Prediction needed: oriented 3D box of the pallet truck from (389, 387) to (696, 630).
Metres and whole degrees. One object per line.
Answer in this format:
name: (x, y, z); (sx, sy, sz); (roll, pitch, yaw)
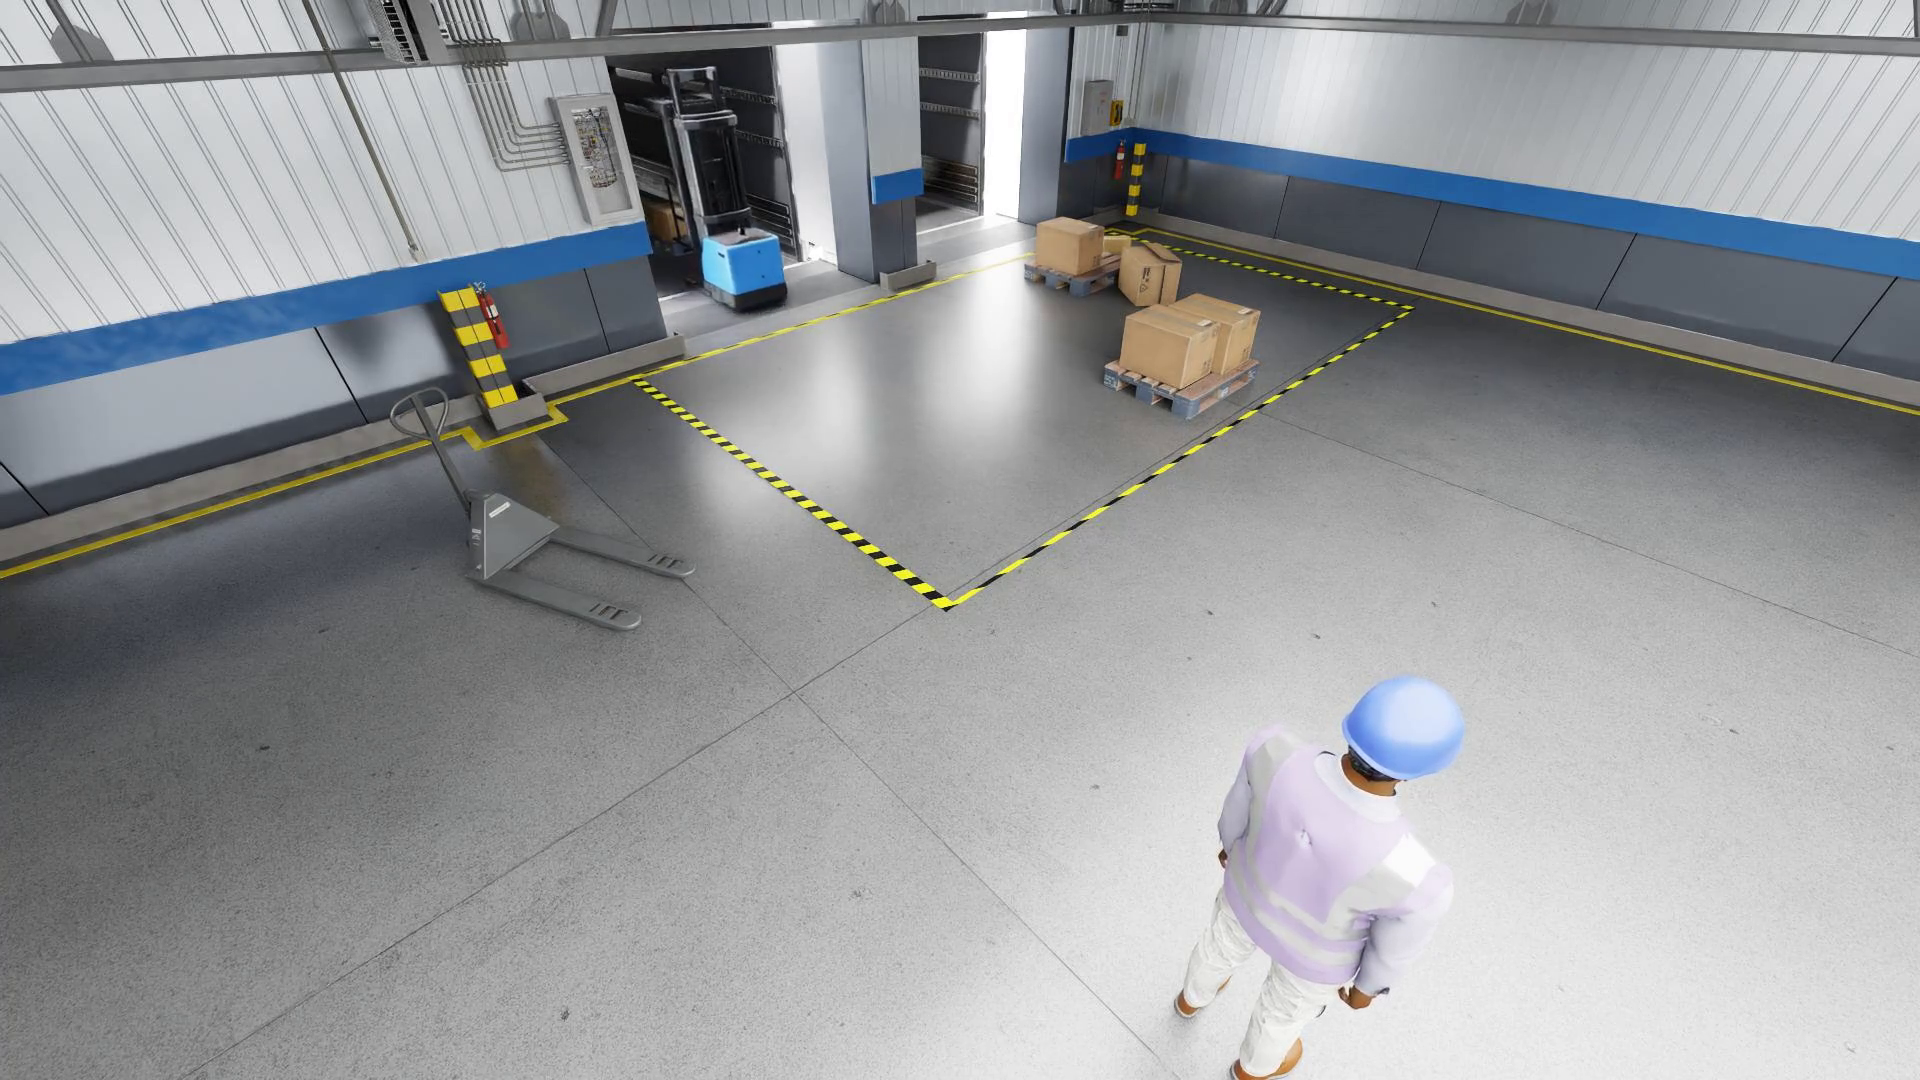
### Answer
pallet truck: (-2.613, -0.247, 4.593); (1.601, 1.201, 0.680); (14, 40, 17)

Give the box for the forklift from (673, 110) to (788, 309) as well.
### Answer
forklift: (-2.684, -3.844, 8.591); (0.716, 2.013, 0.776); (-30, 47, -33)

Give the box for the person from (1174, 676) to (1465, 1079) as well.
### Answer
person: (1.029, 1.120, 2.245); (0.388, 1.947, 0.605); (-21, 42, -25)
